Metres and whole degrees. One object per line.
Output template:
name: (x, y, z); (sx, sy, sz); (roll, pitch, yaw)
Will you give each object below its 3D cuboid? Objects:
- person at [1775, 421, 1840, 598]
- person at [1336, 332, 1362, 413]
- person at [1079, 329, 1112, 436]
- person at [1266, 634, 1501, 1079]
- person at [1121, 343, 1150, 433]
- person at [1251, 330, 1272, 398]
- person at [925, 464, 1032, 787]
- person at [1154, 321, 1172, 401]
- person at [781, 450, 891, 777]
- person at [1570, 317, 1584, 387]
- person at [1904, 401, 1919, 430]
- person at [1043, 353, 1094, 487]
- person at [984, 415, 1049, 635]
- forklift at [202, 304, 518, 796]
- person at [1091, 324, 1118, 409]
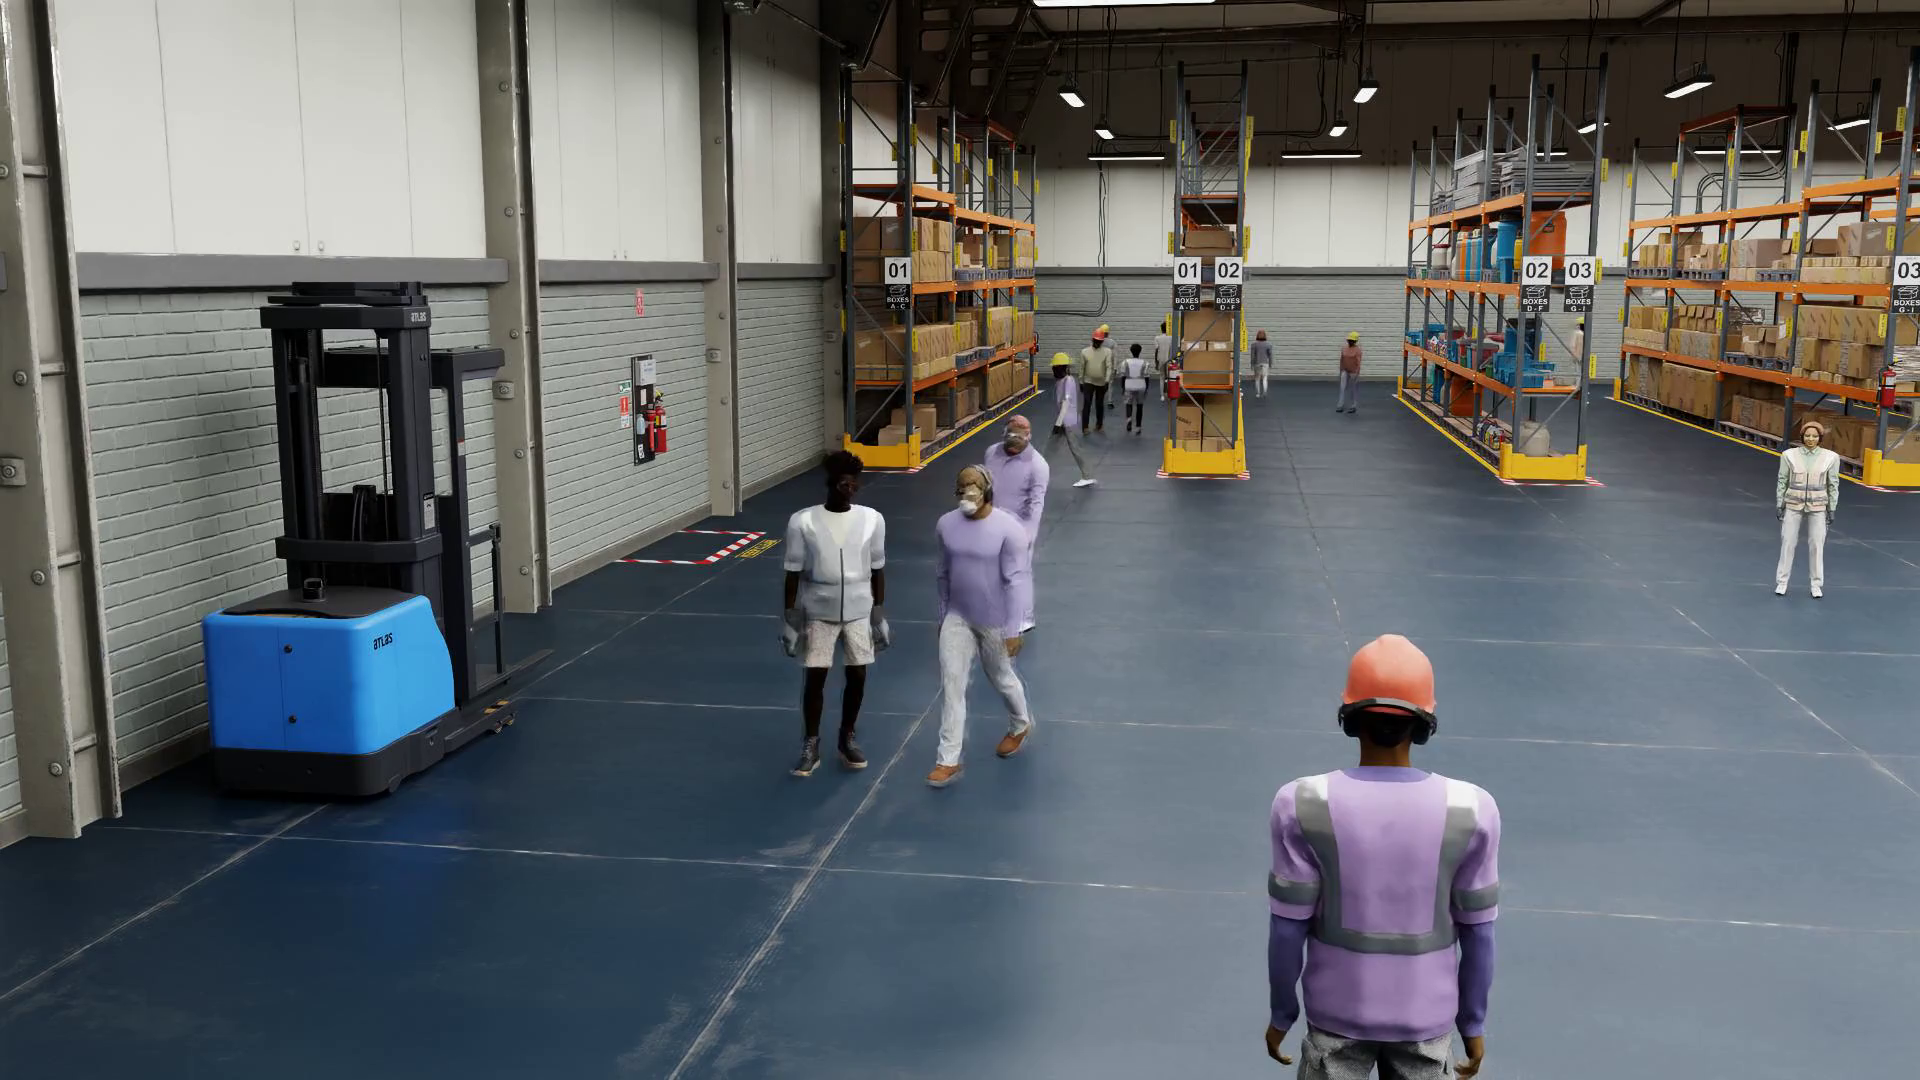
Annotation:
person: (7.832, -0.285, 15.397); (0.513, 1.630, 0.318); (5, 11, 29)
person: (8.226, -3.541, 35.174); (0.548, 1.717, 0.801); (8, 12, 40)
person: (2.504, -2.939, 30.814); (0.611, 1.950, 0.946); (1, 9, 3)
person: (1.136, 1.266, 4.547); (0.605, 2.045, 0.376); (1, 9, 7)
person: (3.235, -2.797, 30.705); (0.545, 1.680, 0.506); (1, 9, 8)
person: (7.124, -4.155, 39.313); (0.511, 1.616, 0.685); (1, 9, 6)
person: (0.152, 0.466, 10.000); (0.631, 1.889, 1.027); (5, 11, 29)
person: (4.738, -4.122, 38.362); (0.526, 1.847, 0.620); (2, 9, 11)
person: (-0.767, 0.437, 10.014); (0.672, 1.954, 0.378); (-2, 10, -14)
person: (14.888, -4.428, 40.097); (0.549, 1.911, 0.587); (2, 9, 11)
person: (15.543, -2.247, 26.834); (0.514, 1.852, 0.584); (2, 9, 12)
person: (1.414, -1.660, 23.119); (0.994, 1.876, 0.589); (-3, 10, -16)
person: (0.369, -0.094, 13.525); (0.722, 1.853, 0.864); (6, 11, 32)
forklift: (-3.673, -0.038, 10.147); (1.129, 2.768, 1.873); (1, 9, 9)
person: (3.160, -3.800, 36.443); (0.586, 1.833, 0.403); (1, 9, 9)
